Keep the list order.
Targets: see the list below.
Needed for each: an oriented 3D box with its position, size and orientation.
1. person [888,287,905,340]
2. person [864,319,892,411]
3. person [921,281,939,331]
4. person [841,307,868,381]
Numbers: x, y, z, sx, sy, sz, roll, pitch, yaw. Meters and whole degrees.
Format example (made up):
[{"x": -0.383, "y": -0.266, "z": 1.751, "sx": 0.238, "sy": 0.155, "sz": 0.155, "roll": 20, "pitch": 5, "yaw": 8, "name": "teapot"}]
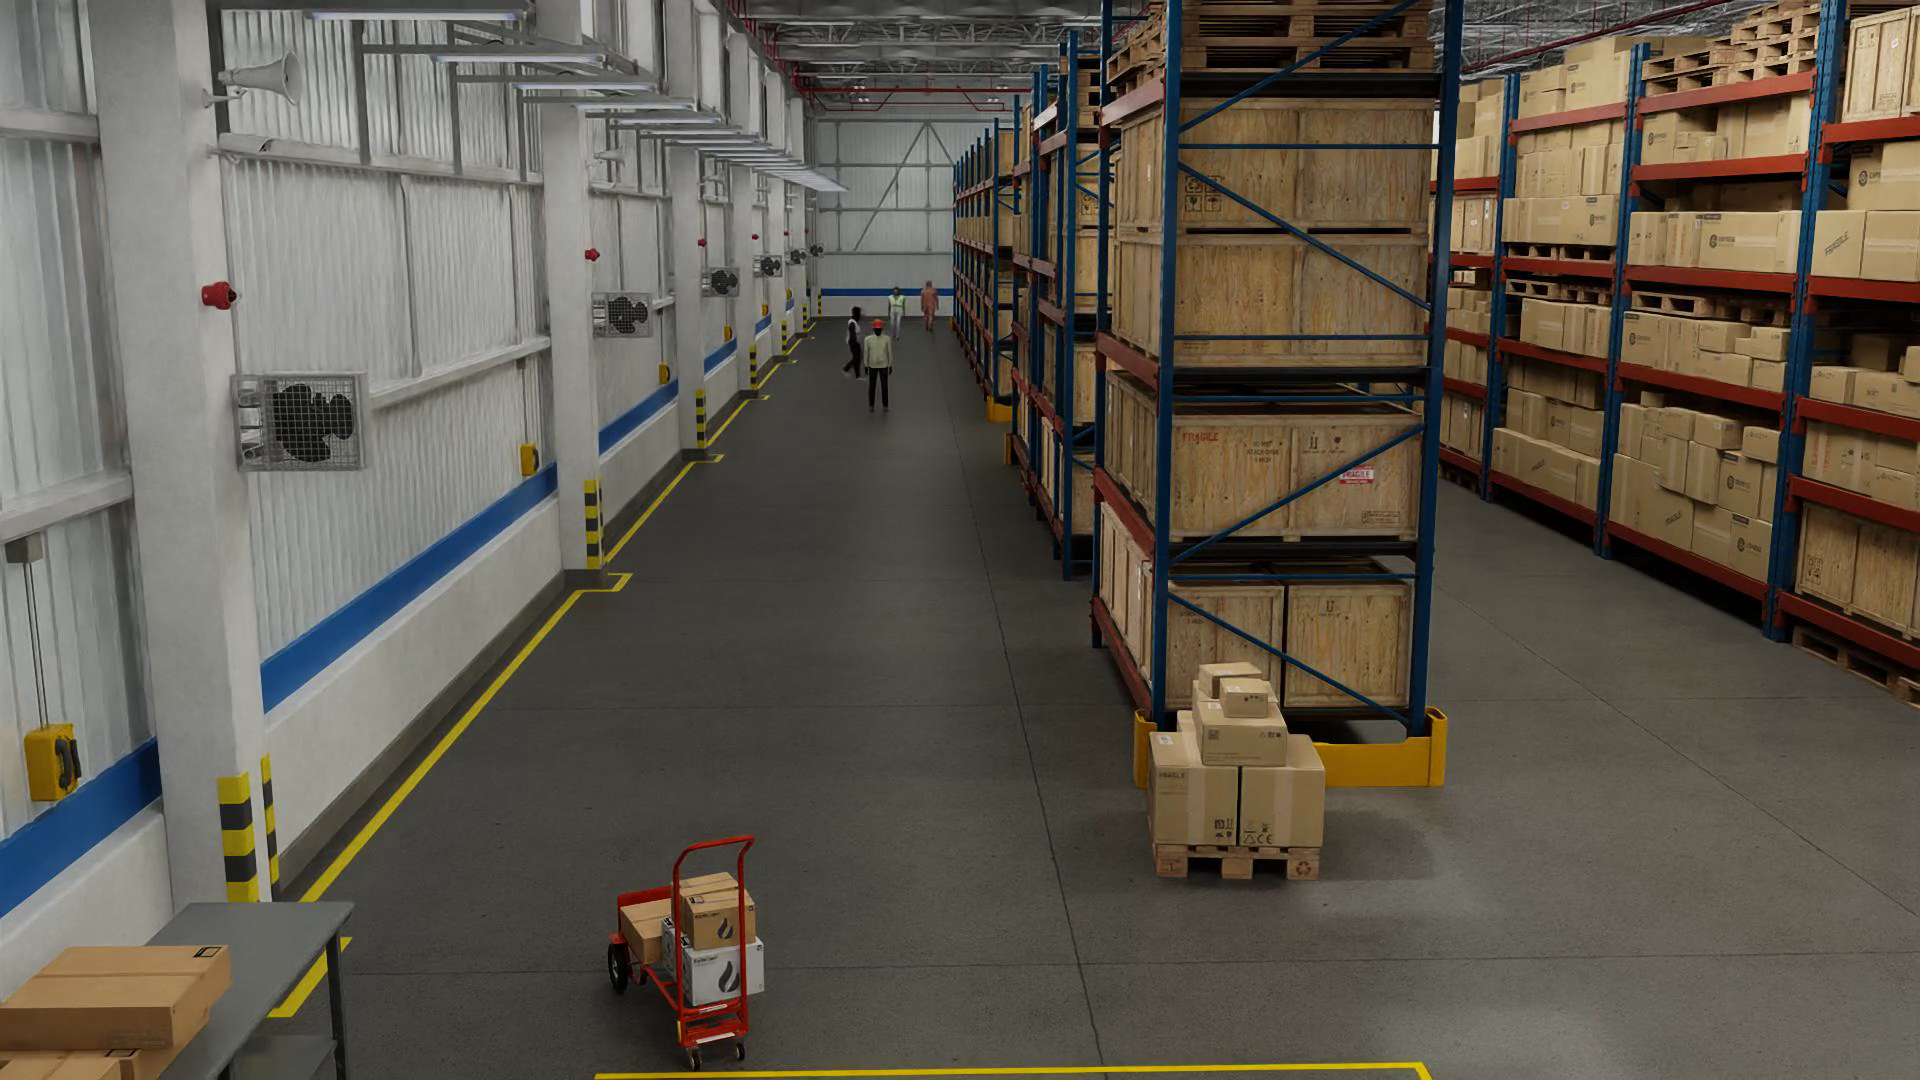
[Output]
[{"x": -2.172, "y": -7.737, "z": 56.837, "sx": 0.588, "sy": 1.824, "sz": 0.571, "roll": 1, "pitch": 11, "yaw": 7, "name": "person"}, {"x": -1.755, "y": -3.739, "z": 35.645, "sx": 0.618, "sy": 1.986, "sz": 0.408, "roll": -1, "pitch": 11, "yaw": -6, "name": "person"}, {"x": -1.129, "y": -8.650, "z": 61.518, "sx": 0.642, "sy": 1.868, "sz": 0.890, "roll": 2, "pitch": 11, "yaw": 9, "name": "person"}, {"x": -2.724, "y": -5.012, "z": 42.481, "sx": 0.776, "sy": 1.898, "sz": 0.647, "roll": 2, "pitch": 11, "yaw": 9, "name": "person"}]
